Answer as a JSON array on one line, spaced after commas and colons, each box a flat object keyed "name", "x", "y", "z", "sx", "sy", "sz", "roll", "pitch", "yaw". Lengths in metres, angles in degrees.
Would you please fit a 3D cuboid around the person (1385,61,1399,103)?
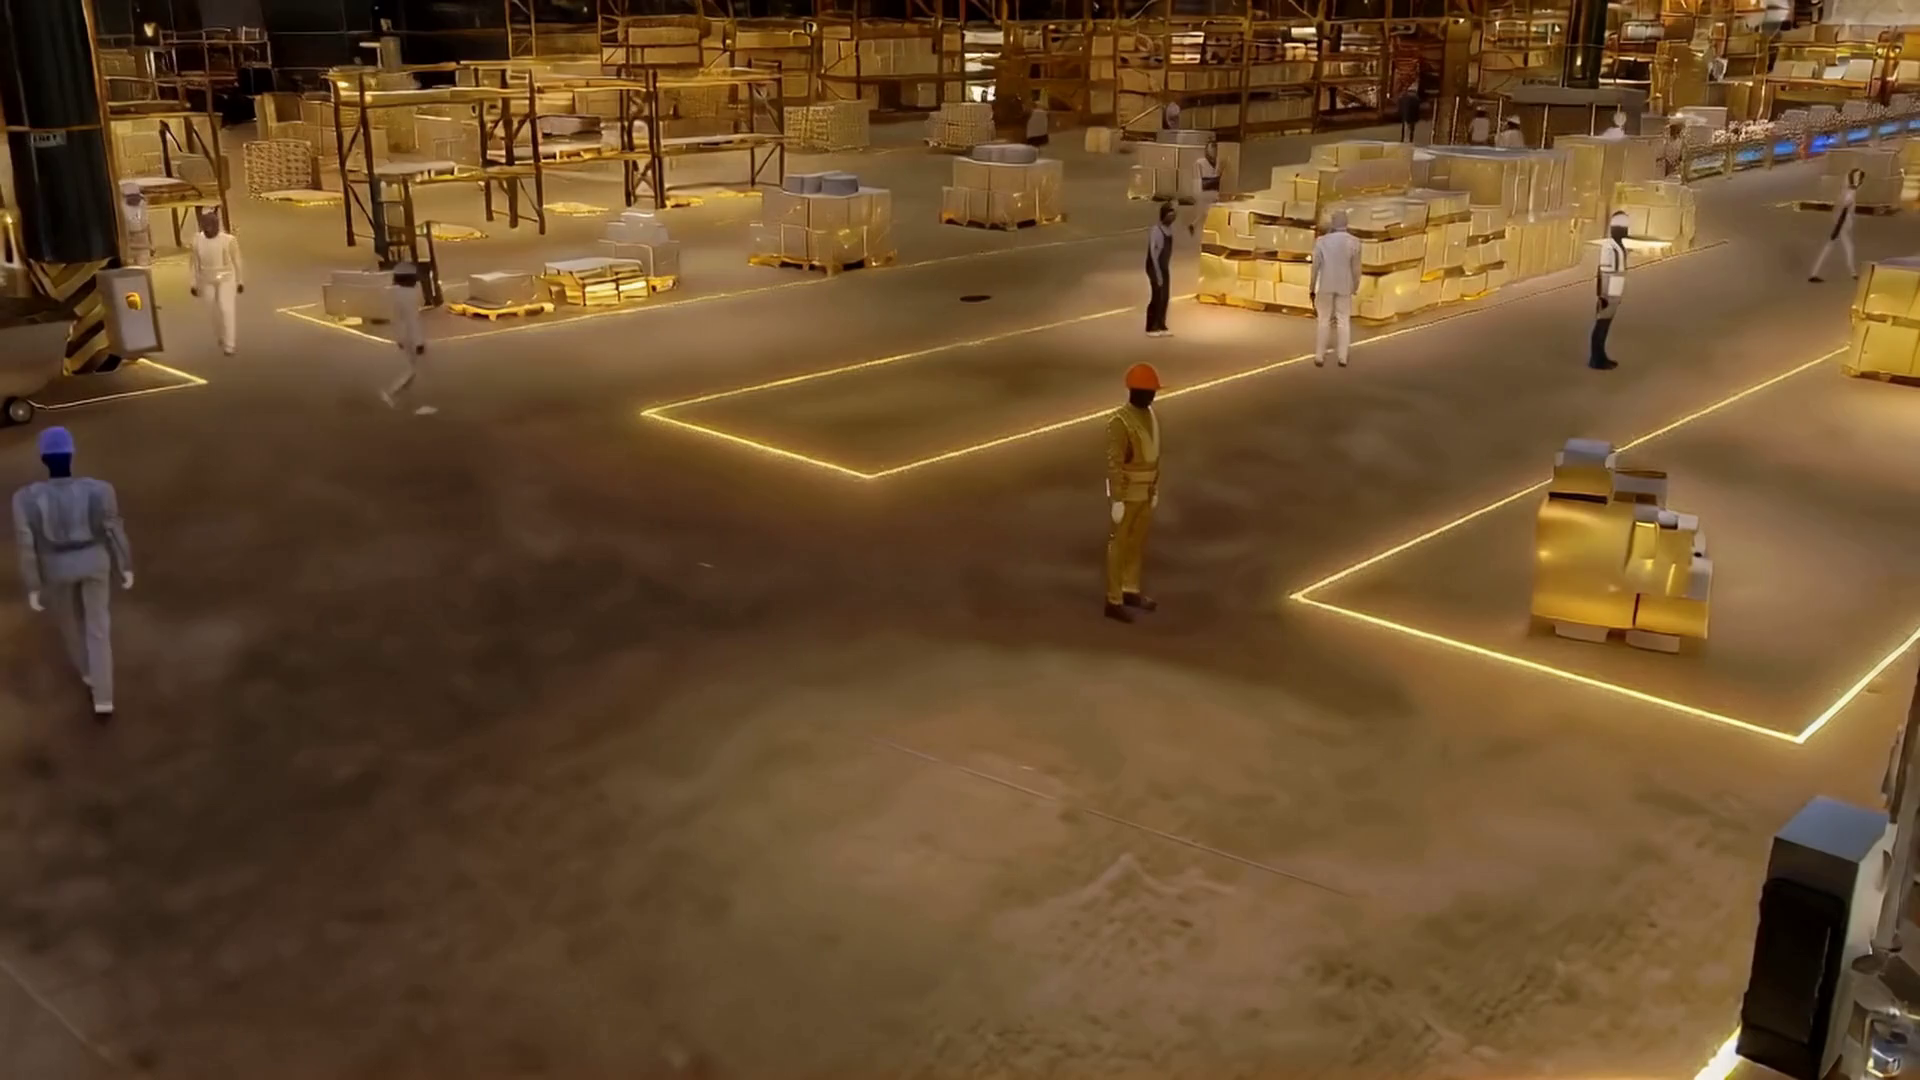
[{"name": "person", "x": 16.313, "y": -17.242, "z": 63.281, "sx": 0.756, "sy": 1.880, "sz": 0.461, "roll": 7, "pitch": 20, "yaw": 19}]

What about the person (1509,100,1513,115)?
[{"name": "person", "x": 16.822, "y": -12.727, "z": 50.100, "sx": 0.633, "sy": 1.611, "sz": 0.505, "roll": -12, "pitch": 22, "yaw": -33}]

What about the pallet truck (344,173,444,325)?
[{"name": "pallet truck", "x": -8.209, "y": -4.181, "z": 23.757, "sx": 0.823, "sy": 1.965, "sz": 1.885, "roll": 3, "pitch": 19, "yaw": 9}]

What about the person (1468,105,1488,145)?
[{"name": "person", "x": 12.962, "y": -9.968, "z": 41.588, "sx": 0.529, "sy": 1.749, "sz": 0.641, "roll": -4, "pitch": 19, "yaw": -13}]

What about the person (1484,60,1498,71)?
[{"name": "person", "x": 22.908, "y": -20.151, "z": 71.820, "sx": 0.606, "sy": 2.035, "sz": 0.400, "roll": 7, "pitch": 20, "yaw": 20}]

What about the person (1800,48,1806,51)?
[{"name": "person", "x": 41.962, "y": -23.660, "z": 82.833, "sx": 0.555, "sy": 1.743, "sz": 0.601, "roll": -1, "pitch": 18, "yaw": -2}]

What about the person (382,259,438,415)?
[{"name": "person", "x": -6.078, "y": -2.209, "z": 18.243, "sx": 0.470, "sy": 1.729, "sz": 0.486, "roll": -14, "pitch": 23, "yaw": -36}]

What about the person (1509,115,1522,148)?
[{"name": "person", "x": 12.769, "y": -8.939, "z": 38.490, "sx": 0.528, "sy": 1.752, "sz": 0.520, "roll": -3, "pitch": 19, "yaw": -10}]

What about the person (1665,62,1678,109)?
[{"name": "person", "x": 27.559, "y": -17.508, "z": 64.202, "sx": 0.618, "sy": 1.801, "sz": 0.760, "roll": 17, "pitch": 25, "yaw": 41}]

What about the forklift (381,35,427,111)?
[{"name": "forklift", "x": -21.396, "y": -17.657, "z": 62.978, "sx": 1.129, "sy": 2.768, "sz": 1.873, "roll": 17, "pitch": 25, "yaw": 41}]

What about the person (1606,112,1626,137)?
[{"name": "person", "x": 14.494, "y": -8.524, "z": 36.939, "sx": 0.620, "sy": 1.938, "sz": 0.833, "roll": -15, "pitch": 24, "yaw": -38}]

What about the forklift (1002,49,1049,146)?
[{"name": "forklift", "x": 1.678, "y": -13.089, "z": 49.216, "sx": 1.129, "sy": 2.768, "sz": 1.873, "roll": 17, "pitch": 25, "yaw": 41}]

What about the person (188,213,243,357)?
[{"name": "person", "x": -9.589, "y": -3.323, "z": 21.492, "sx": 0.624, "sy": 1.803, "sz": 0.946, "roll": -3, "pitch": 19, "yaw": -10}]

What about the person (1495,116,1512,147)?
[{"name": "person", "x": 12.003, "y": -8.425, "z": 36.777, "sx": 0.540, "sy": 1.854, "sz": 0.391, "roll": -15, "pitch": 24, "yaw": -39}]

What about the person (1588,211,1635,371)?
[{"name": "person", "x": 8.037, "y": -3.074, "z": 20.513, "sx": 0.352, "sy": 1.940, "sz": 0.551, "roll": 13, "pitch": 23, "yaw": 35}]

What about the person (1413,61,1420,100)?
[{"name": "person", "x": 18.949, "y": -19.059, "z": 69.153, "sx": 0.279, "sy": 1.633, "sz": 0.499, "roll": 8, "pitch": 20, "yaw": 22}]

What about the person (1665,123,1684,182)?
[{"name": "person", "x": 15.858, "y": -8.419, "z": 37.008, "sx": 0.317, "sy": 1.691, "sz": 0.535, "roll": -1, "pitch": 18, "yaw": -3}]

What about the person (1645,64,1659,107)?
[{"name": "person", "x": 27.543, "y": -18.106, "z": 66.228, "sx": 0.530, "sy": 1.666, "sz": 0.817, "roll": 11, "pitch": 21, "yaw": 30}]

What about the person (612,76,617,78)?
[{"name": "person", "x": -11.865, "y": -15.269, "z": 57.743, "sx": 0.320, "sy": 1.628, "sz": 0.509, "roll": -13, "pitch": 22, "yaw": -34}]

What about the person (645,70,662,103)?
[{"name": "person", "x": -10.389, "y": -14.997, "z": 56.492, "sx": 0.588, "sy": 1.909, "sz": 0.387, "roll": 2, "pitch": 18, "yaw": 6}]

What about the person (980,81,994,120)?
[{"name": "person", "x": 0.757, "y": -13.054, "z": 50.731, "sx": 0.878, "sy": 1.856, "sz": 0.586, "roll": -14, "pitch": 23, "yaw": -37}]

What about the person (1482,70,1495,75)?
[{"name": "person", "x": 22.666, "y": -19.847, "z": 71.429, "sx": 0.534, "sy": 1.697, "sz": 0.318, "roll": 6, "pitch": 19, "yaw": 17}]

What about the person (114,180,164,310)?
[{"name": "person", "x": -11.902, "y": -4.248, "z": 24.103, "sx": 0.429, "sy": 1.913, "sz": 0.600, "roll": 8, "pitch": 20, "yaw": 23}]

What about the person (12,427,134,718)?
[{"name": "person", "x": -5.717, "y": 0.190, "z": 10.790, "sx": 0.610, "sy": 1.878, "sz": 1.007, "roll": -9, "pitch": 20, "yaw": -24}]

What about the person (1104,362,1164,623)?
[{"name": "person", "x": 1.300, "y": -0.365, "z": 12.337, "sx": 0.405, "sy": 1.946, "sz": 0.610, "roll": 12, "pitch": 22, "yaw": 33}]

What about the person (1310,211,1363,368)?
[{"name": "person", "x": 4.630, "y": -3.092, "z": 20.571, "sx": 0.630, "sy": 1.940, "sz": 0.373, "roll": 1, "pitch": 18, "yaw": 4}]

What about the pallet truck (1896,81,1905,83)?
[{"name": "pallet truck", "x": 34.802, "y": -16.331, "z": 61.455, "sx": 0.653, "sy": 1.274, "sz": 1.630, "roll": 17, "pitch": 25, "yaw": 41}]

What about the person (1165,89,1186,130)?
[{"name": "person", "x": 5.603, "y": -10.854, "z": 43.796, "sx": 0.680, "sy": 2.000, "sz": 0.697, "roll": 1, "pitch": 18, "yaw": 3}]

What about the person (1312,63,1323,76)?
[{"name": "person", "x": 15.673, "y": -20.395, "z": 72.877, "sx": 0.414, "sy": 1.822, "sz": 0.615, "roll": -15, "pitch": 24, "yaw": -38}]

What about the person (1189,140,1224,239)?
[{"name": "person", "x": 4.563, "y": -6.429, "z": 30.691, "sx": 0.594, "sy": 1.903, "sz": 0.651, "roll": -9, "pitch": 20, "yaw": -25}]

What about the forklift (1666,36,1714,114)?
[{"name": "forklift", "x": 27.341, "y": -17.291, "z": 61.877, "sx": 1.129, "sy": 2.768, "sz": 1.873, "roll": 17, "pitch": 25, "yaw": 41}]

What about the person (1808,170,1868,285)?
[{"name": "person", "x": 14.069, "y": -4.938, "z": 26.334, "sx": 1.019, "sy": 1.807, "sz": 0.541, "roll": 5, "pitch": 19, "yaw": 14}]

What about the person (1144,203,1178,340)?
[{"name": "person", "x": 2.696, "y": -3.594, "z": 22.258, "sx": 0.394, "sy": 1.824, "sz": 0.534, "roll": 10, "pitch": 21, "yaw": 28}]

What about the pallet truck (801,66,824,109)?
[{"name": "pallet truck", "x": -4.812, "y": -15.182, "z": 56.903, "sx": 0.823, "sy": 1.965, "sz": 1.885, "roll": -9, "pitch": 21, "yaw": -26}]

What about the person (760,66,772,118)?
[{"name": "person", "x": -7.066, "y": -16.336, "z": 60.623, "sx": 0.429, "sy": 1.843, "sz": 0.631, "roll": 2, "pitch": 19, "yaw": 7}]

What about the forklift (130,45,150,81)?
[{"name": "forklift", "x": -25.517, "y": -14.043, "z": 52.092, "sx": 1.873, "sy": 2.768, "sz": 1.129, "roll": -9, "pitch": 20, "yaw": -25}]

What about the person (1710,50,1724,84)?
[{"name": "person", "x": 33.217, "y": -20.493, "z": 73.013, "sx": 0.542, "sy": 1.928, "sz": 0.374, "roll": -1, "pitch": 18, "yaw": -4}]

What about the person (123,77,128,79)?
[{"name": "person", "x": -26.023, "y": -13.515, "z": 52.054, "sx": 1.020, "sy": 1.884, "sz": 0.655, "roll": -1, "pitch": 18, "yaw": -4}]

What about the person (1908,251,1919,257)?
[{"name": "person", "x": 15.215, "y": -4.928, "z": 26.149, "sx": 0.814, "sy": 1.912, "sz": 0.548, "roll": 9, "pitch": 21, "yaw": 26}]

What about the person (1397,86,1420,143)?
[{"name": "person", "x": 12.430, "y": -11.572, "z": 46.110, "sx": 0.632, "sy": 1.957, "sz": 0.987, "roll": 3, "pitch": 19, "yaw": 9}]
